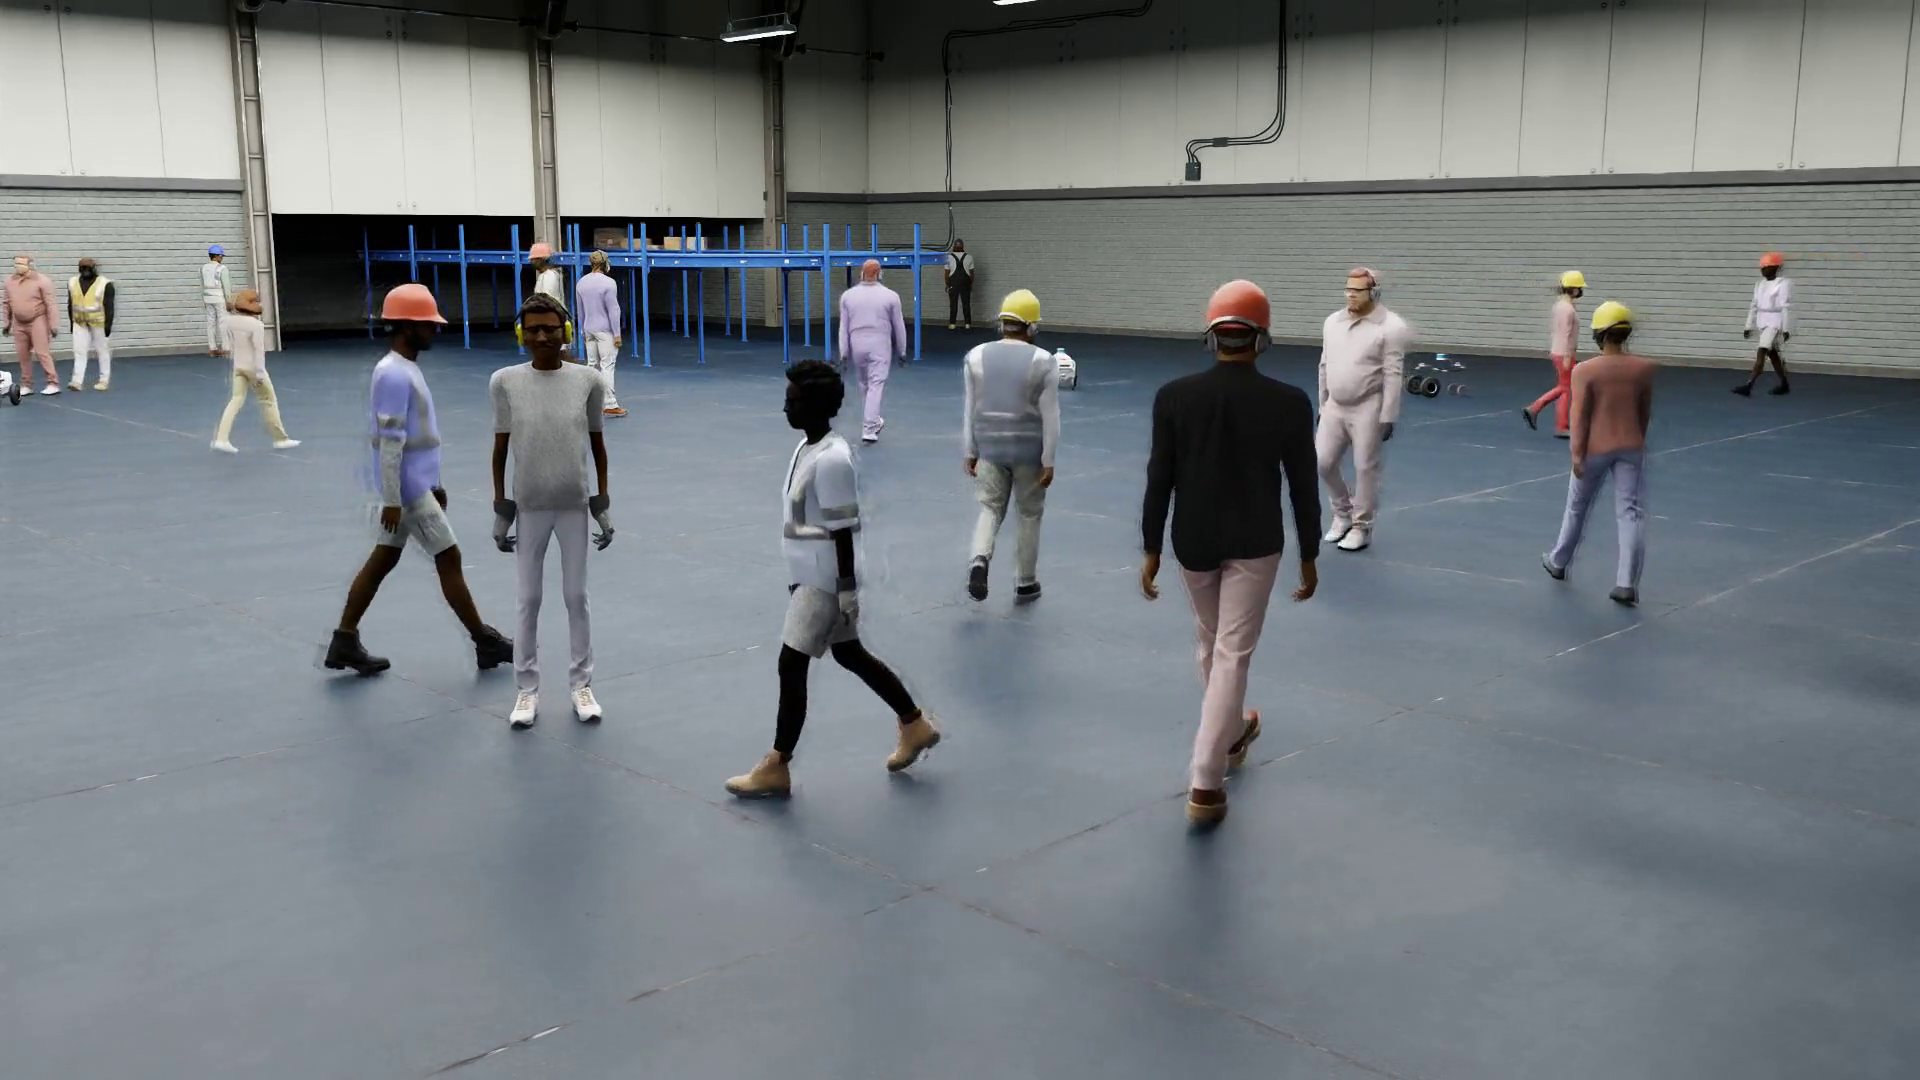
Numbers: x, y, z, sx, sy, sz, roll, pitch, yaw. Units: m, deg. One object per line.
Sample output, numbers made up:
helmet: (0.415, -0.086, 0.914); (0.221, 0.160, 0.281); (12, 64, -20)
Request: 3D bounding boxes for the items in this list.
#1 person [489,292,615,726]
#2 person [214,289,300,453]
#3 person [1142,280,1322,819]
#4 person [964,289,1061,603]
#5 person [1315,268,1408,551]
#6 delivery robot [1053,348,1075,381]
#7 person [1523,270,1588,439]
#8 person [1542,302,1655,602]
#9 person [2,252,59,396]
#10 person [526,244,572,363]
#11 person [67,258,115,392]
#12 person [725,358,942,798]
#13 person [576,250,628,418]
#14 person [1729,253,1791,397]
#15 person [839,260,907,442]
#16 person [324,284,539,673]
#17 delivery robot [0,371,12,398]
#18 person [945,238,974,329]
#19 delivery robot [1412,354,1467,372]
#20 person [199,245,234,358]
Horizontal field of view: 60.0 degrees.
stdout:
person: (-1.764, -0.132, 7.217); (0.516, 1.871, 0.325); (-3, 11, -15)
person: (-6.975, -1.666, 16.328); (0.499, 1.594, 0.846); (6, 12, 28)
person: (1.035, 0.008, 6.258); (0.644, 1.937, 1.045); (5, 11, 25)
person: (0.284, -0.517, 9.474); (0.596, 1.807, 0.615); (4, 11, 20)
person: (2.650, -0.871, 11.169); (0.429, 1.891, 0.676); (-10, 14, -43)
delivery robot: (1.403, -2.426, 23.173); (0.477, 0.478, 0.707); (-1, 10, -3)
person: (6.266, -1.937, 17.374); (0.533, 1.746, 0.535); (3, 11, 14)
person: (3.813, -0.536, 9.843); (0.539, 1.717, 0.920); (0, 10, -2)
person: (-12.321, -2.852, 22.027); (0.681, 1.890, 0.406); (1, 10, 7)
person: (-5.372, -2.760, 21.194); (1.058, 1.987, 0.619); (-6, 12, -28)
person: (-11.797, -2.901, 22.507); (0.637, 1.797, 0.917); (-1, 10, -5)
person: (-0.461, 0.129, 6.377); (0.852, 1.662, 0.542); (-3, 11, -13)
person: (-4.202, -2.414, 19.471); (0.627, 1.940, 0.372); (7, 12, 33)
person: (10.677, -2.849, 22.008); (1.009, 1.882, 0.571); (-2, 11, -13)
person: (-0.885, -1.971, 17.275); (0.671, 1.850, 0.985); (3, 11, 15)
person: (-2.637, -0.285, 8.021); (1.014, 1.884, 0.566); (-3, 11, -17)
delivery robot: (-12.006, -1.952, 20.585); (0.477, 0.478, 0.707); (-3, 11, -16)
person: (-0.027, -5.810, 37.824); (0.672, 2.000, 0.536); (-1, 10, -6)
delivery robot: (6.380, -2.358, 22.094); (0.698, 0.223, 0.335); (-2, 11, -11)
person: (-12.948, -4.162, 29.003); (0.605, 1.938, 0.412); (4, 11, 21)
